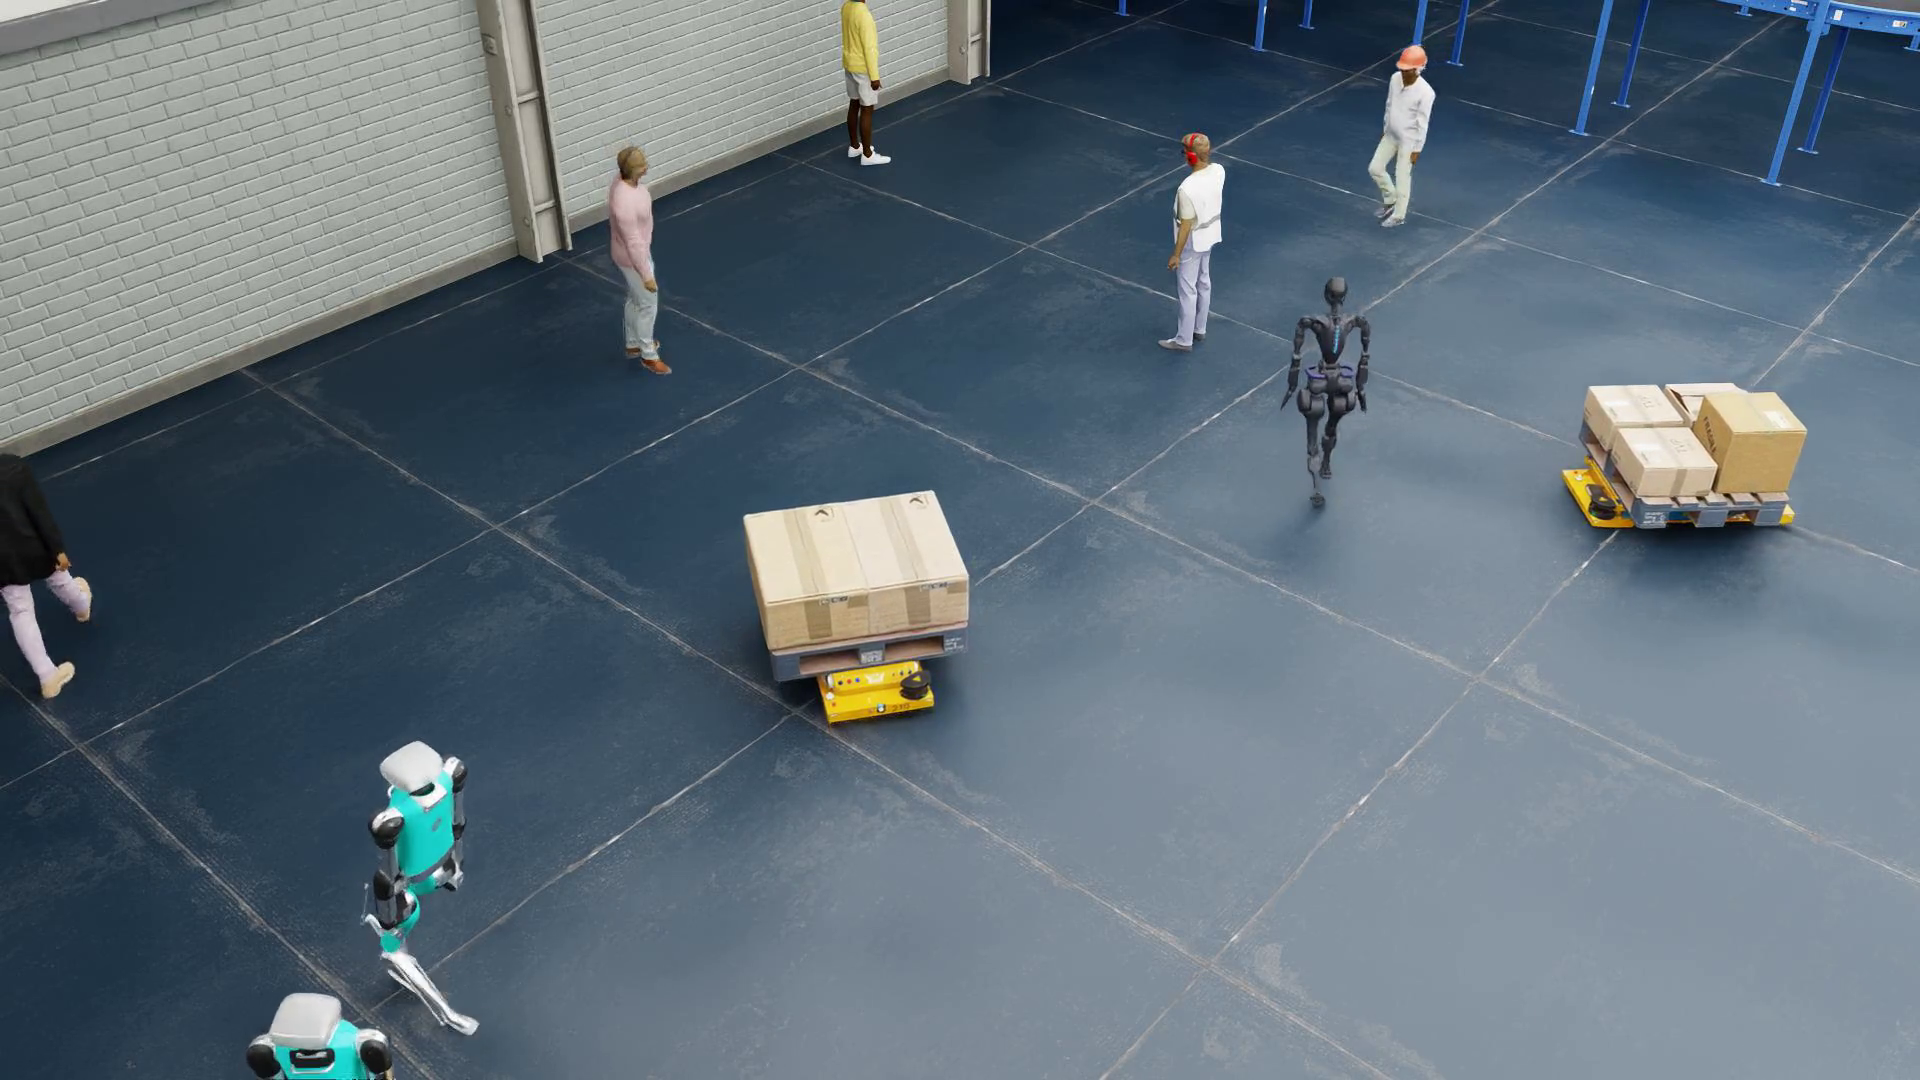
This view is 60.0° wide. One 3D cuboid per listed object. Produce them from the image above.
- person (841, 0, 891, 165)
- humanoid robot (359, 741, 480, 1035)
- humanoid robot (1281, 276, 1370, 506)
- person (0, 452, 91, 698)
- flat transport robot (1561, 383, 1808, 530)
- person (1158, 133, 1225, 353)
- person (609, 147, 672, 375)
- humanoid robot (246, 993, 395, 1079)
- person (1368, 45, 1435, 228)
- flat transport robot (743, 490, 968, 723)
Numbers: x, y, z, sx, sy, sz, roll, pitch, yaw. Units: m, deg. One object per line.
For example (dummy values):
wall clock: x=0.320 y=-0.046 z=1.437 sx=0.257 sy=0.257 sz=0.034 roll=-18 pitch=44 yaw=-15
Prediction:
person: x=-0.974 y=-4.690 z=16.570 sx=0.377 sy=1.899 sz=0.544 roll=-19 pitch=40 yaw=-24
humanoid robot: x=-2.682 y=1.596 z=7.908 sx=0.832 sy=1.776 sz=0.555 roll=17 pitch=39 yaw=23
humanoid robot: x=2.588 y=-1.048 z=11.686 sx=0.614 sy=1.643 sz=0.569 roll=-2 pitch=35 yaw=-2
person: x=-5.688 y=-0.013 z=10.080 sx=0.550 sy=1.795 sz=0.983 roll=-10 pitch=37 yaw=-13
flat transport robot: x=5.123 y=-0.354 z=11.885 sx=1.431 sy=0.231 sz=0.659 roll=-1 pitch=35 yaw=-2
person: x=1.886 y=-2.375 z=13.371 sx=0.390 sy=1.837 sz=0.562 roll=23 pitch=42 yaw=29
person: x=-2.558 y=-2.200 z=13.073 sx=0.419 sy=1.910 sz=0.681 roll=-3 pitch=36 yaw=-4
humanoid robot: x=-2.414 y=2.611 z=6.455 sx=0.535 sy=1.764 sz=0.822 roll=-3 pitch=36 yaw=-4
person: x=4.063 y=-3.712 z=15.332 sx=0.404 sy=1.732 sz=0.581 roll=-17 pitch=39 yaw=-23
flat transport robot: x=-0.647 y=0.594 z=10.554 sx=0.659 sy=0.231 sz=1.431 roll=-8 pitch=36 yaw=-11
